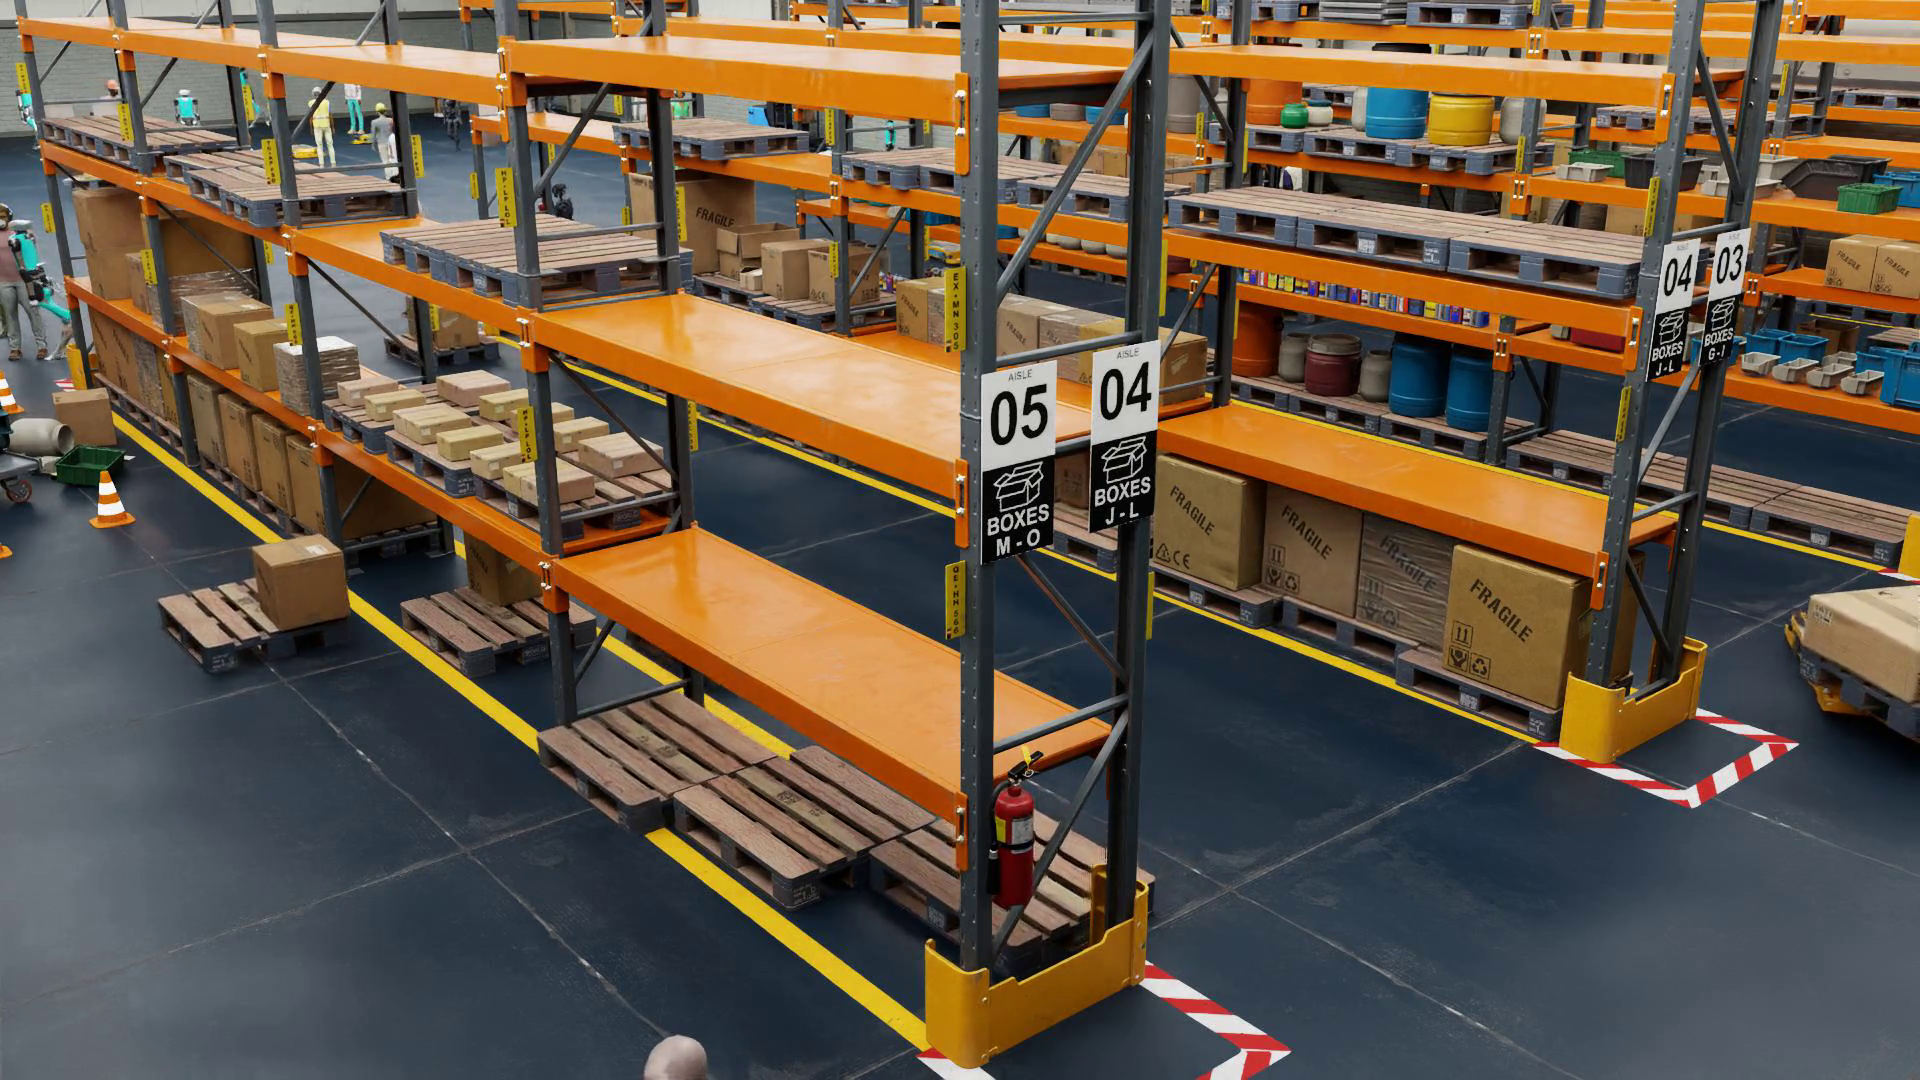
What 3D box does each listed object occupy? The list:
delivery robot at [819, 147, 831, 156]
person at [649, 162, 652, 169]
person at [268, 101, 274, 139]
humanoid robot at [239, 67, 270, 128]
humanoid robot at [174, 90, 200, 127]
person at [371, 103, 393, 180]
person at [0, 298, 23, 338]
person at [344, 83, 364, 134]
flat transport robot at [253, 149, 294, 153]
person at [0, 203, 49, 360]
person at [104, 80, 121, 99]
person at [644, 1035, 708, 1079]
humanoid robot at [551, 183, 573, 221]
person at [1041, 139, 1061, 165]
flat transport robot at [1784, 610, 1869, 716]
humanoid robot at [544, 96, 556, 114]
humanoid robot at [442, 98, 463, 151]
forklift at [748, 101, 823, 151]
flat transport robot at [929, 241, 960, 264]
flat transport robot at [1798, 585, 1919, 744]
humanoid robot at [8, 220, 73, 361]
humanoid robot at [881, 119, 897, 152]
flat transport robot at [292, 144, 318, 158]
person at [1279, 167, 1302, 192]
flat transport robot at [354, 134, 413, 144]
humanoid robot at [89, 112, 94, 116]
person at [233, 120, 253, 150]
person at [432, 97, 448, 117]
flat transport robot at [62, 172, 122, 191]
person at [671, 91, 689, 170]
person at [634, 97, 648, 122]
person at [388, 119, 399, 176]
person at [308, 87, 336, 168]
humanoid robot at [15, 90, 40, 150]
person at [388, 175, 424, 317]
[{"bbox_3d":[-2.979,-8.795,38.507,0.757,0.576,0.499,18,26,41],"label":"delivery robot"},{"bbox_3d":[-6.028,-7.556,33.218,0.342,1.743,0.472,7,21,20],"label":"person"},{"bbox_3d":[-18.440,-11.582,44.748,0.321,1.692,0.530,-2,19,-6],"label":"person"},{"bbox_3d":[-20.563,-12.935,48.585,0.545,1.789,0.934,16,25,37],"label":"humanoid robot"},{"bbox_3d":[-18.546,-9.940,40.062,0.542,1.801,0.772,-7,20,-18],"label":"humanoid robot"},{"bbox_3d":[-12.537,-8.616,36.212,0.552,1.742,0.626,-13,23,-34],"label":"person"},{"bbox_3d":[-12.553,-3.537,21.855,0.459,1.690,0.698,4,20,11],"label":"person"},{"bbox_3d":[-17.042,-12.389,46.715,0.496,1.916,0.378,5,20,14],"label":"person"},{"bbox_3d":[-16.937,-9.515,41.015,0.659,0.231,1.431,9,21,24],"label":"flat transport robot"},{"bbox_3d":[-11.635,-3.178,20.487,0.622,1.931,0.374,-4,20,-11],"label":"person"},{"bbox_3d":[-20.104,-9.896,39.499,0.914,2.009,0.616,4,20,11],"label":"person"},{"bbox_3d":[-0.793,2.284,5.042,0.544,1.853,0.404,8,21,22],"label":"person"},{"bbox_3d":[-5.742,-4.414,24.381,0.430,1.635,0.612,-7,20,-18],"label":"humanoid robot"},{"bbox_3d":[1.749,-6.862,31.253,0.395,1.743,0.696,-13,23,-32],"label":"person"},{"bbox_3d":[6.191,0.858,11.496,0.659,0.231,1.431,5,20,15],"label":"flat transport robot"},{"bbox_3d":[-11.025,-11.484,44.513,0.535,1.643,0.609,-6,20,-15],"label":"humanoid robot"},{"bbox_3d":[-12.965,-10.838,42.659,0.599,1.652,0.409,8,21,21],"label":"humanoid robot"},{"bbox_3d":[-4.526,-11.368,42.374,1.129,2.768,1.873,-15,24,-37],"label":"forklift"},{"bbox_3d":[-0.133,-4.762,27.488,0.659,0.231,1.431,-10,22,-26],"label":"flat transport robot"},{"bbox_3d":[6.275,1.113,10.770,0.659,0.231,1.431,-5,20,-13],"label":"flat transport robot"},{"bbox_3d":[-11.058,-3.013,20.284,0.752,1.766,0.530,-2,20,-7],"label":"humanoid robot"},{"bbox_3d":[-1.678,-7.819,34.057,1.030,1.781,0.541,-1,19,-2],"label":"humanoid robot"},{"bbox_3d":[-16.511,-9.715,41.585,0.659,0.231,1.431,-15,24,-36],"label":"flat transport robot"},{"bbox_3d":[5.386,-5.490,27.204,0.396,1.835,0.556,10,22,26],"label":"person"},{"bbox_3d":[-15.387,-10.719,44.443,1.431,0.231,0.659,-2,19,-6],"label":"flat transport robot"},{"bbox_3d":[-19.623,-9.223,38.066,0.589,1.642,0.453,2,19,6],"label":"humanoid robot"},{"bbox_3d":[-18.162,-10.709,42.030,0.392,1.848,0.778,-1,19,-3],"label":"person"},{"bbox_3d":[-16.265,-14.097,51.634,0.511,1.874,0.381,18,26,41],"label":"person"},{"bbox_3d":[-17.745,-7.222,34.489,0.659,0.231,1.431,-2,19,-6],"label":"flat transport robot"},{"bbox_3d":[-6.412,-9.427,38.193,0.486,1.979,0.404,-16,25,-38],"label":"person"},{"bbox_3d":[-8.114,-11.022,42.929,0.586,1.851,0.975,-3,20,-8],"label":"person"},{"bbox_3d":[-10.587,-6.995,31.409,0.358,1.884,0.572,-6,20,-15],"label":"person"},{"bbox_3d":[-14.846,-9.569,38.724,0.544,1.891,0.382,-8,21,-22],"label":"person"},{"bbox_3d":[-23.563,-10.737,42.365,1.029,1.769,0.535,18,26,42],"label":"humanoid robot"},{"bbox_3d":[-7.627,-4.034,22.878,0.632,1.947,0.441,9,21,23],"label":"person"}]
